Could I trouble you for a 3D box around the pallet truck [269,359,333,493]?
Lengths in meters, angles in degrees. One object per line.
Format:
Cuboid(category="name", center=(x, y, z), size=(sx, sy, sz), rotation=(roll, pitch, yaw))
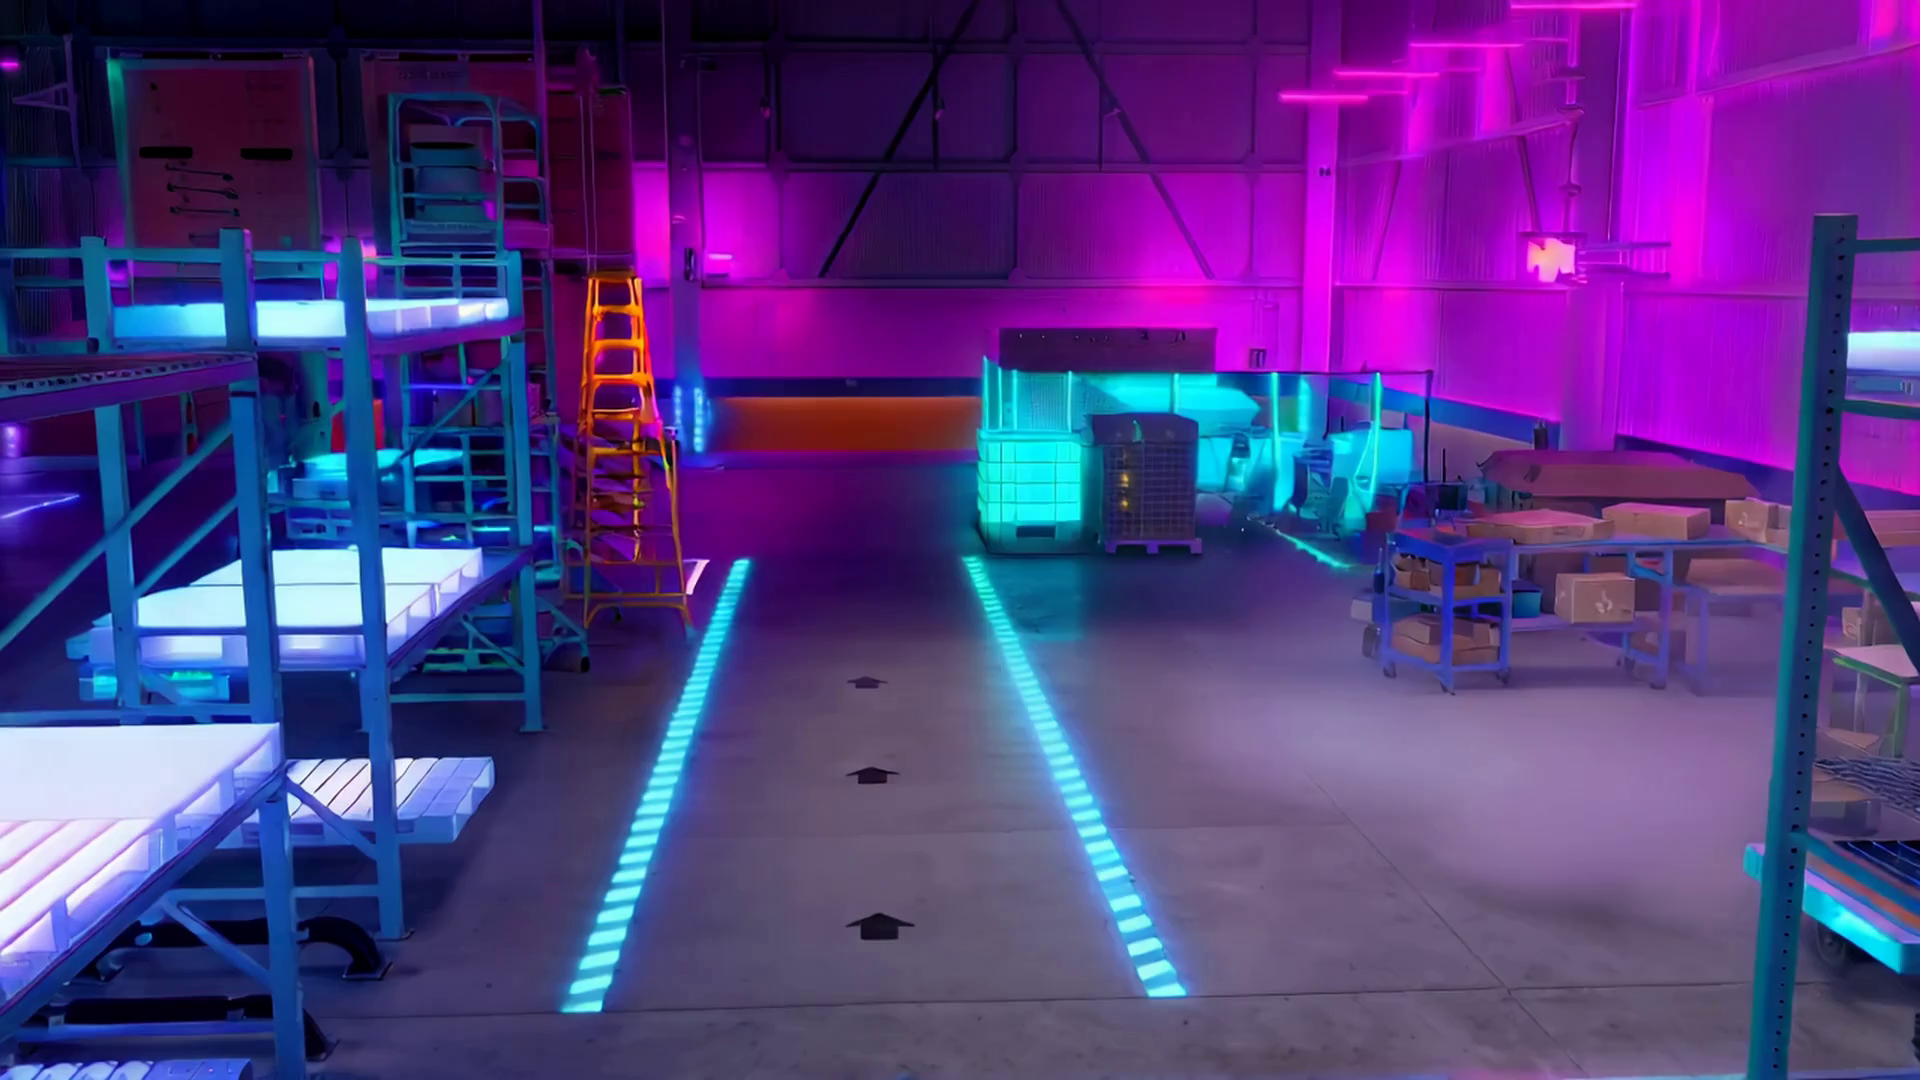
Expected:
Cuboid(category="pallet truck", center=(-7.062, -1.131, 18.996), size=(1.885, 1.965, 0.823), rotation=(2, 9, 13))
